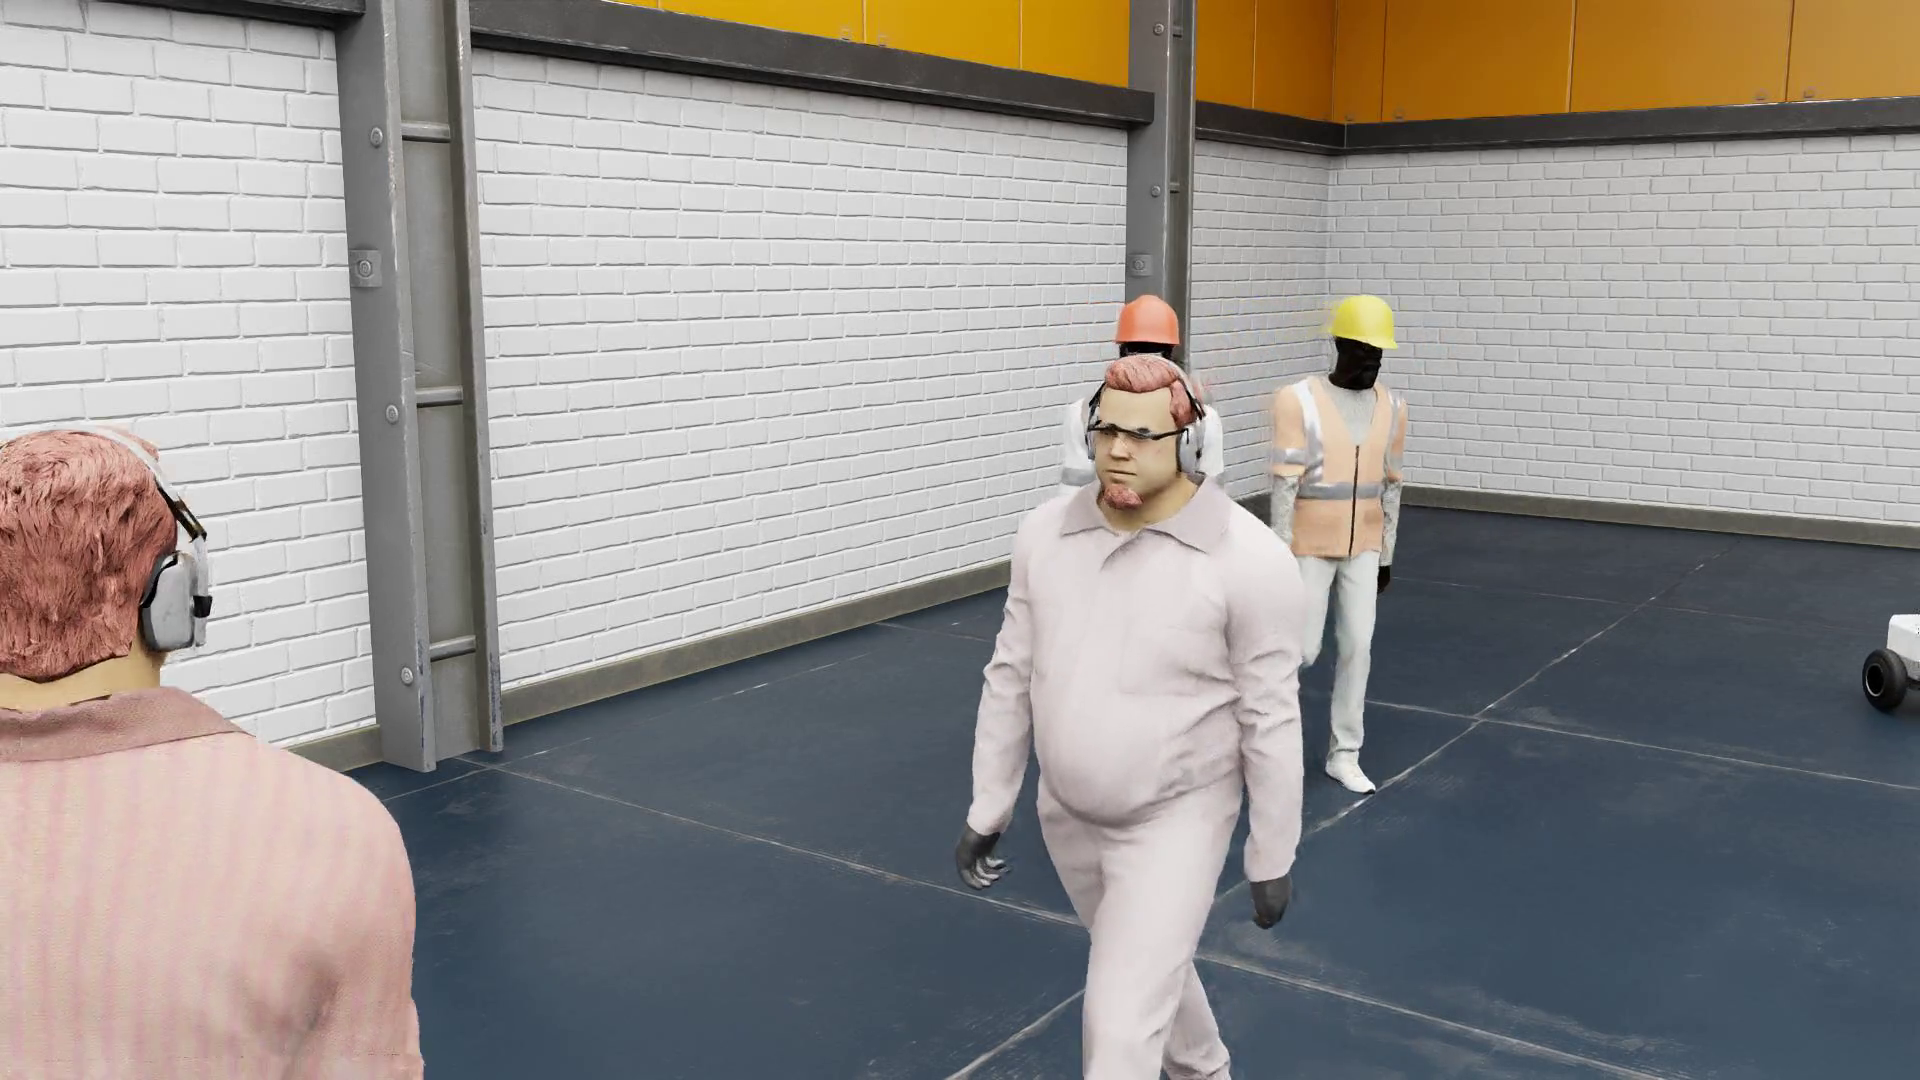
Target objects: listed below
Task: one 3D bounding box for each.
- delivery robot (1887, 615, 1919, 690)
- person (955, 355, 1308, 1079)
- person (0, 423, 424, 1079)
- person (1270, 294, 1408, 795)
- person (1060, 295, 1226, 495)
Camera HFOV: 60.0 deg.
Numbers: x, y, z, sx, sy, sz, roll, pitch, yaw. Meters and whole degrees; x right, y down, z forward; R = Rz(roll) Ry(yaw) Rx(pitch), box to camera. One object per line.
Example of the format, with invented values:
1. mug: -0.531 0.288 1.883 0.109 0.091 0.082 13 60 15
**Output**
1. delivery robot: 4.374 0.494 7.233 0.477 0.478 0.707 0 10 -1
2. person: 0.364 0.554 3.362 0.632 1.856 1.023 9 13 42
3. person: -0.826 0.836 1.562 0.658 1.877 0.780 -2 10 -14
4. person: 1.435 -0.007 6.500 0.605 1.898 0.685 -3 10 -16
5. person: 0.659 0.088 5.932 0.576 1.890 0.953 2 10 9
